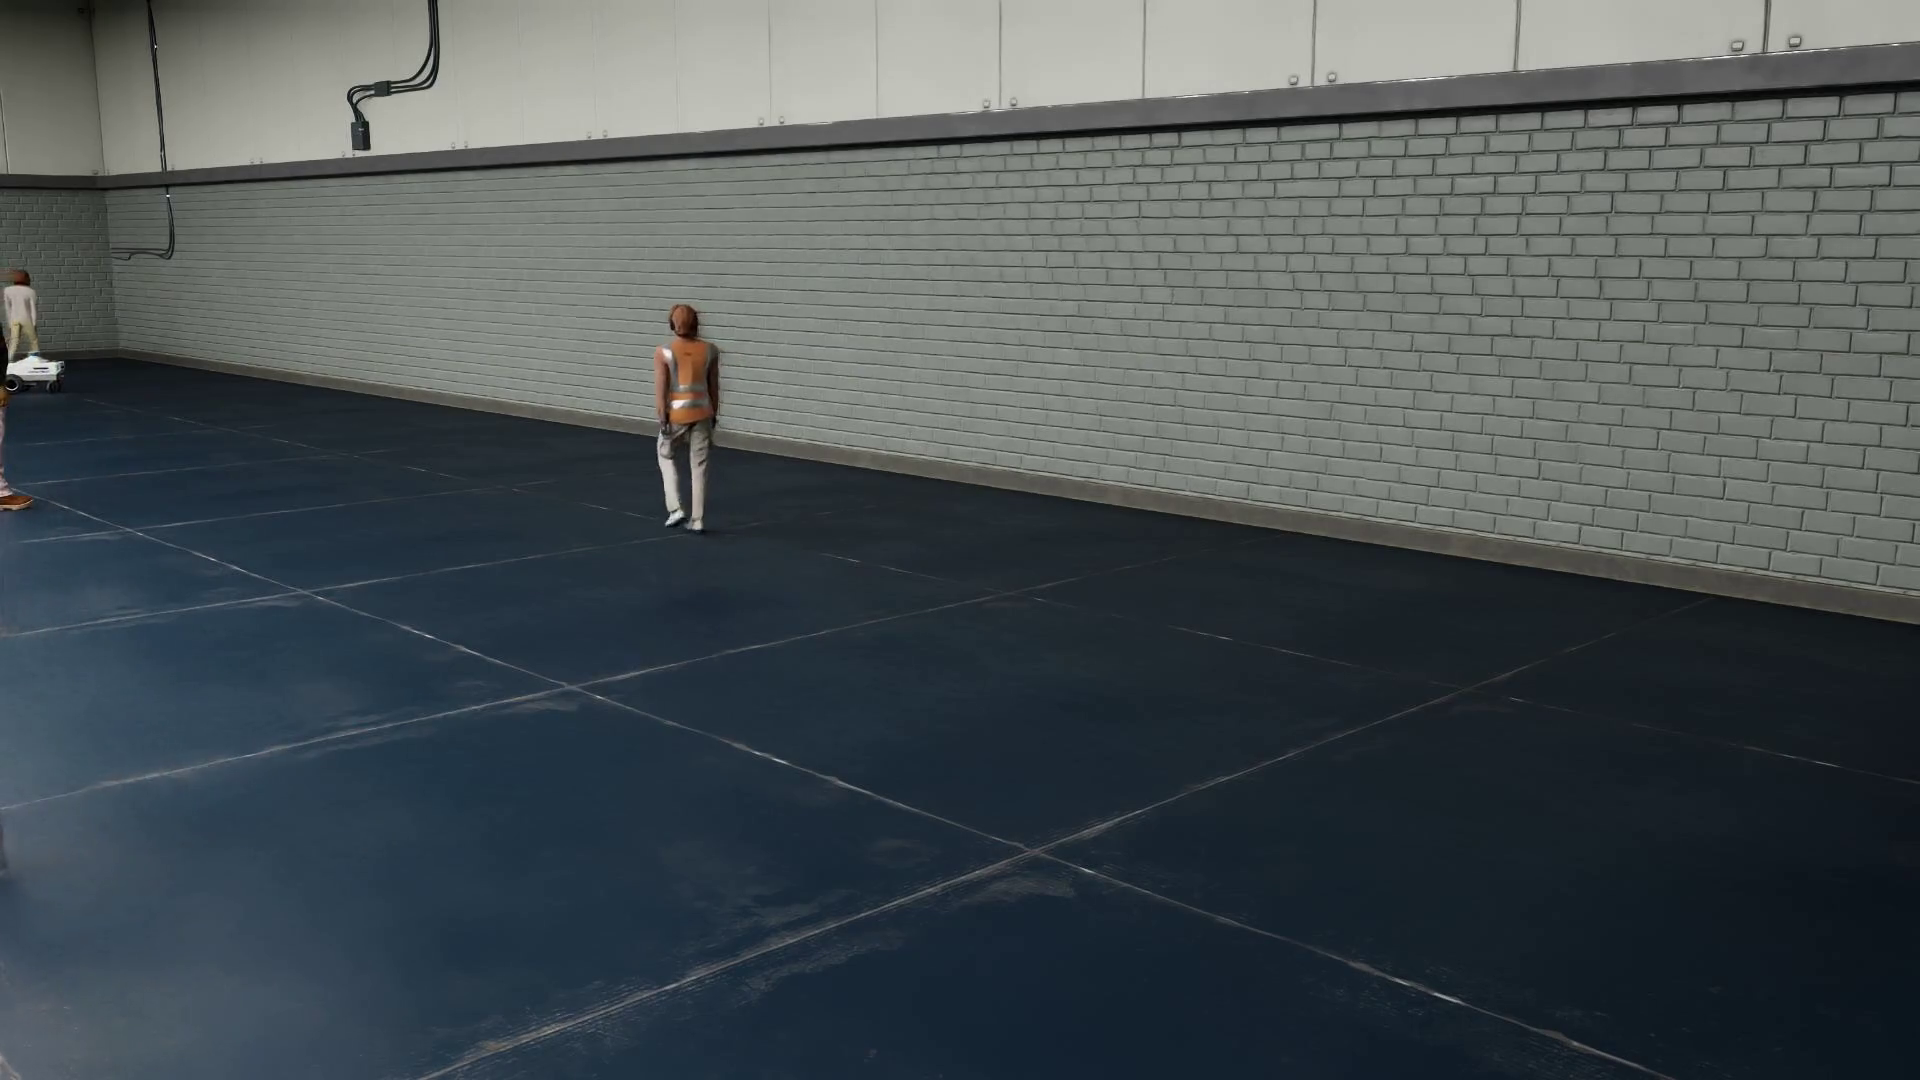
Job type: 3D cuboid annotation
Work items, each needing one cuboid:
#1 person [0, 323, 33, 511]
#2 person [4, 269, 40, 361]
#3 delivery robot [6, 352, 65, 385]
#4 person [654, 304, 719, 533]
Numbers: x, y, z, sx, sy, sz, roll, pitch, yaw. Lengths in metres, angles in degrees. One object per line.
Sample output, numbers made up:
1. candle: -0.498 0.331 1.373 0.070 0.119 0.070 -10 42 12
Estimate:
1. person: -7.548 -1.235 12.877 0.622 1.996 0.369 9 13 39
2. person: -14.404 -3.350 25.503 0.507 1.599 0.810 -1 10 -4
3. delivery robot: -12.528 -2.304 22.507 0.707 0.478 0.477 -3 11 -15
4. person: -1.951 -0.866 11.880 0.528 1.624 0.420 -6 12 -29
